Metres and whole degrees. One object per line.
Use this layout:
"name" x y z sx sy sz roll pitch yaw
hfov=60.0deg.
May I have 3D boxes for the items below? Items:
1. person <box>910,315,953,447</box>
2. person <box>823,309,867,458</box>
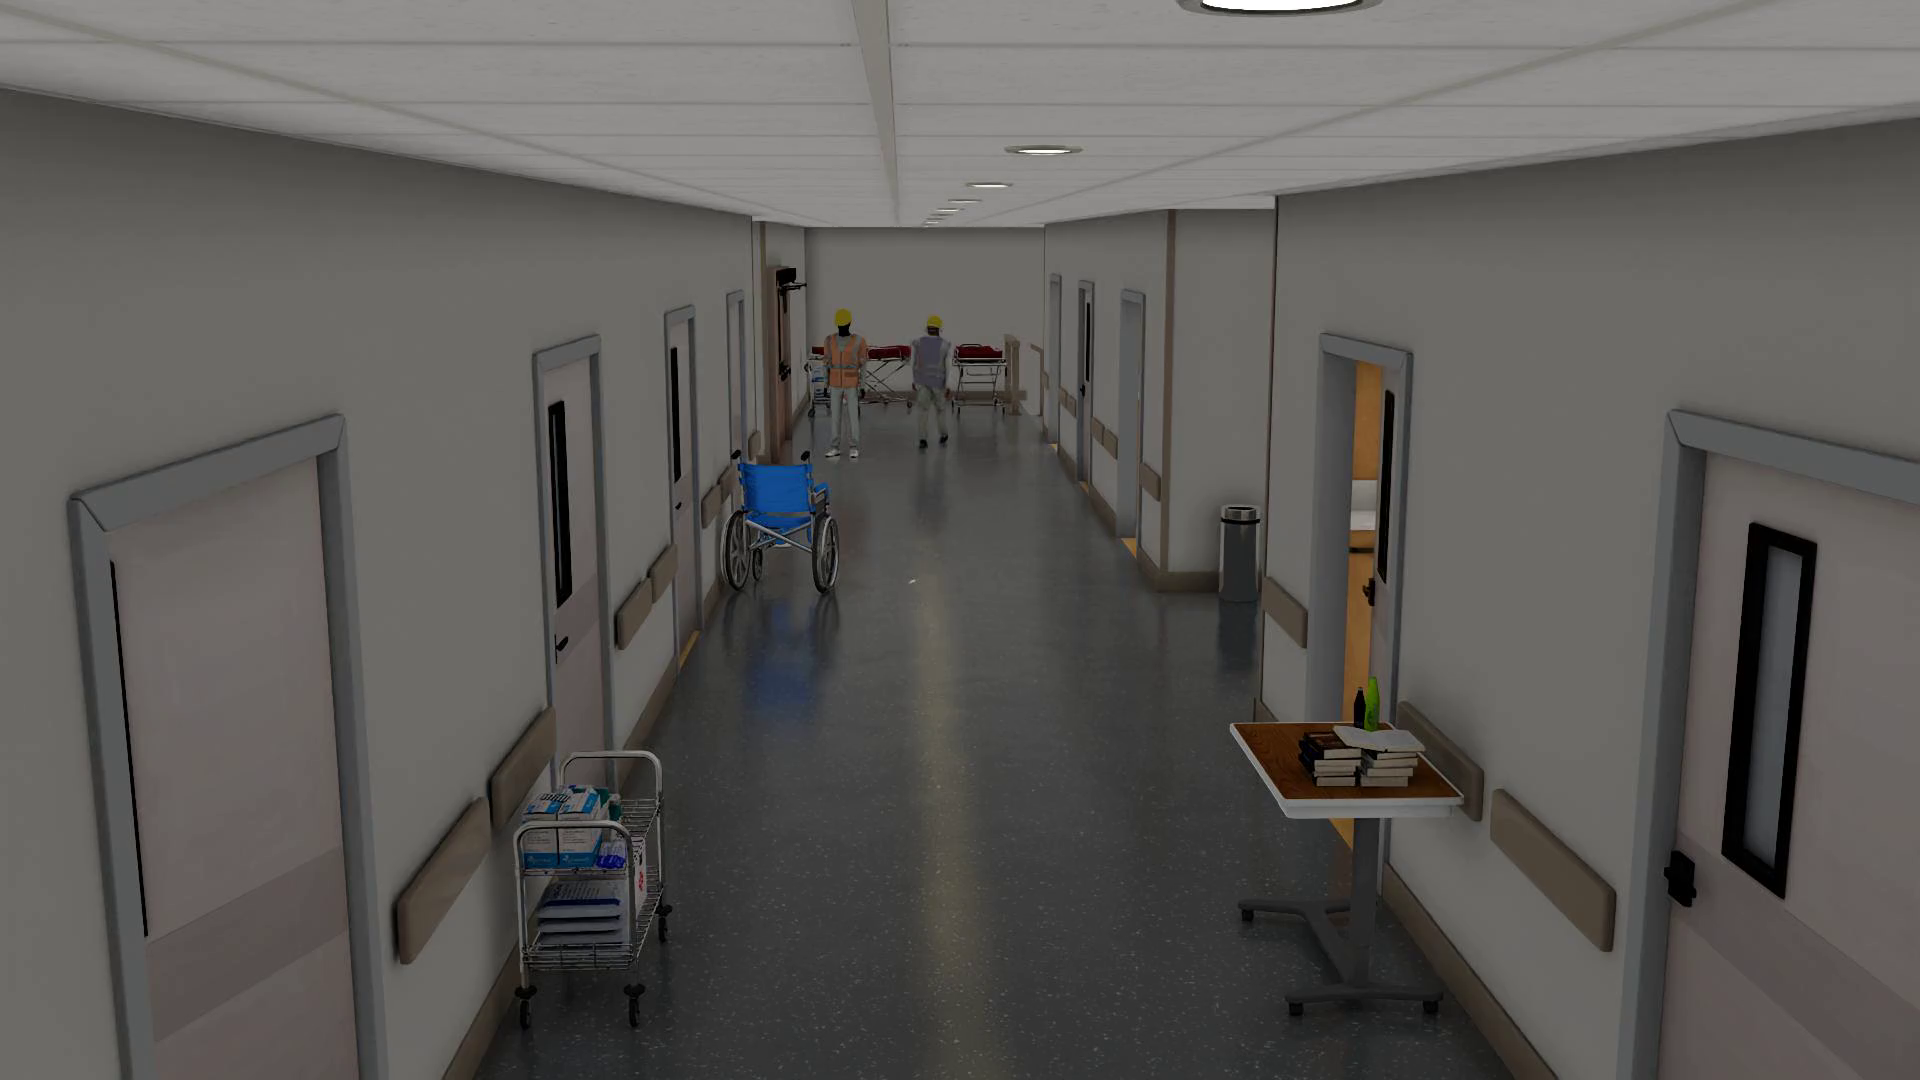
"person" -0.390 -2.159 22.630 0.604 1.783 0.949 1 10 7
"person" -1.493 -2.016 21.435 0.584 1.919 0.375 2 10 12
